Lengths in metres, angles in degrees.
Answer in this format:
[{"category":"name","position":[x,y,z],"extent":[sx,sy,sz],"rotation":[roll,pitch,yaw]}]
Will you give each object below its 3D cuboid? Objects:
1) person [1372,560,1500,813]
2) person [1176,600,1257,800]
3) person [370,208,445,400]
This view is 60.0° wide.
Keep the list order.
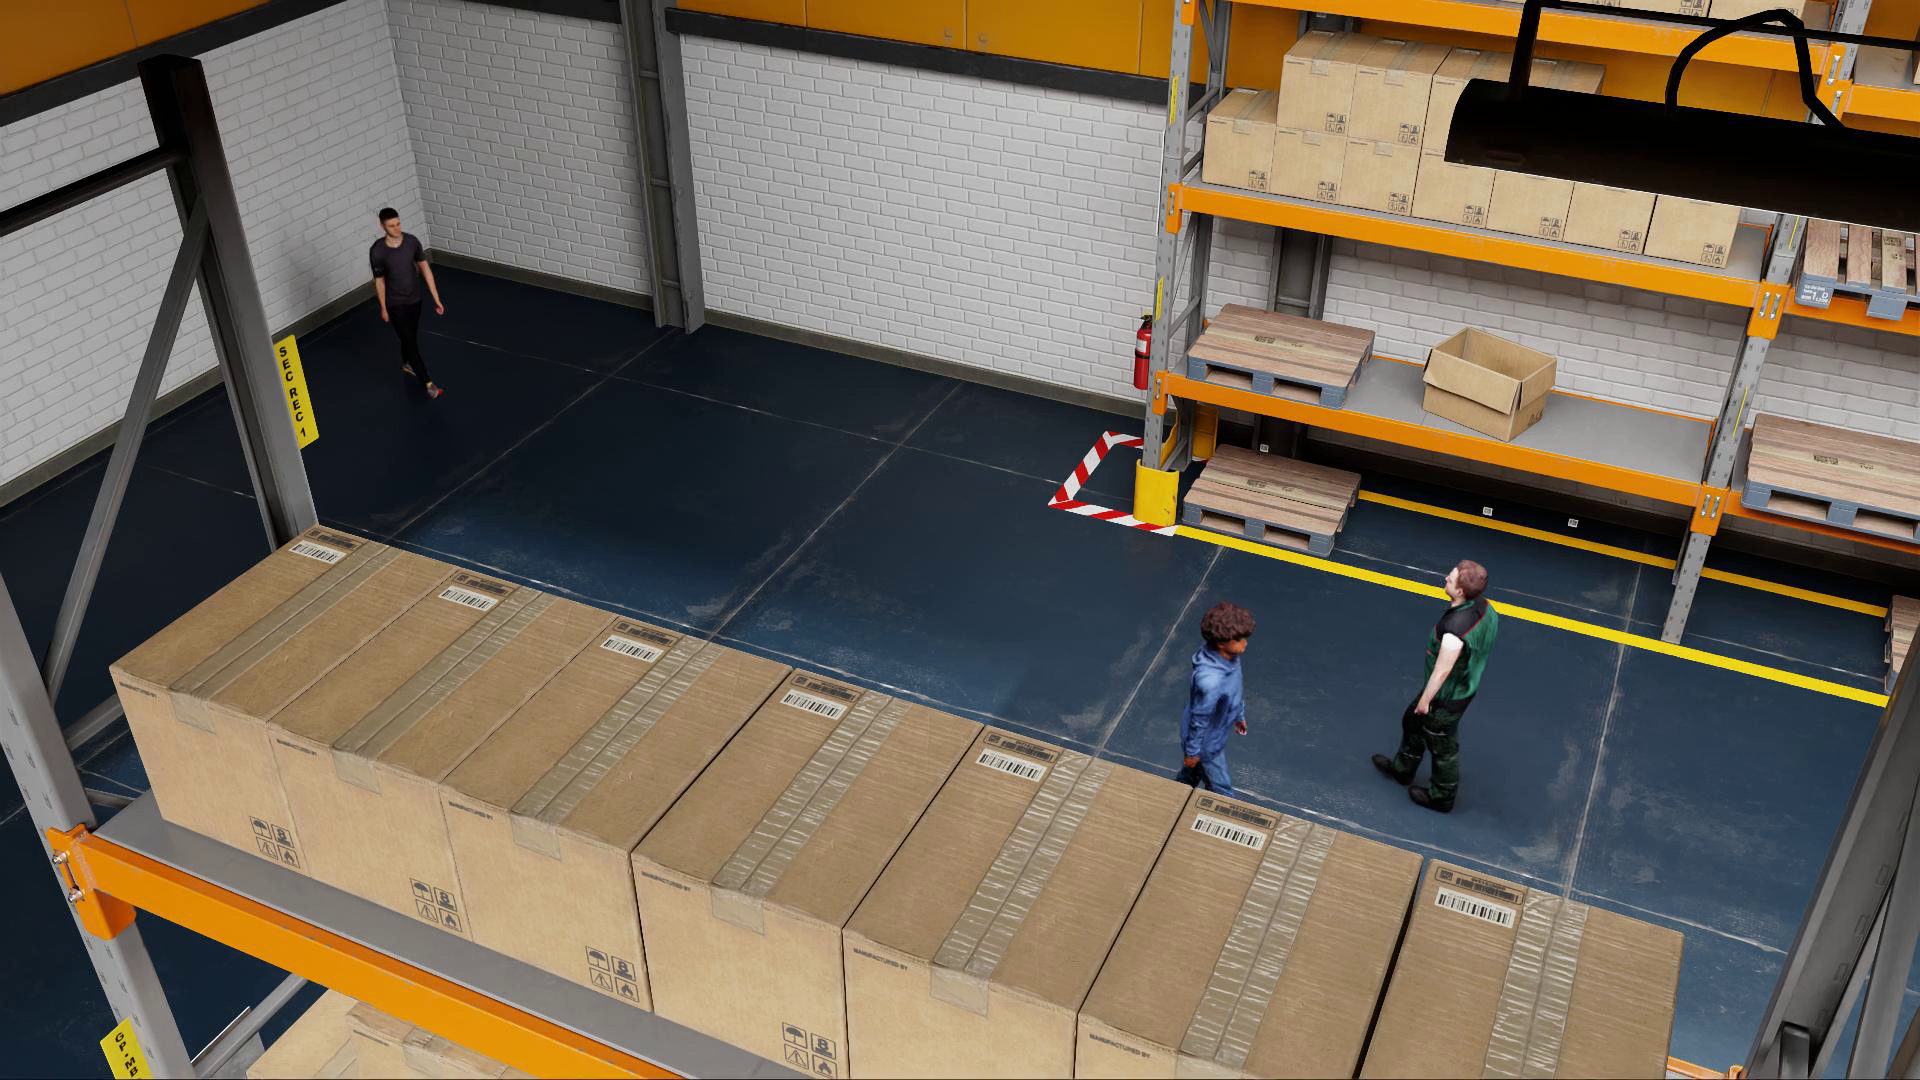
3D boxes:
[{"category":"person","position":[3.020,0.924,10.057],"extent":[0.864,1.828,0.726],"rotation":[20,39,27]},{"category":"person","position":[1.380,1.096,9.832],"extent":[0.706,1.791,0.711],"rotation":[10,35,15]},{"category":"person","position":[-4.970,-2.134,14.770],"extent":[1.242,1.704,0.902],"rotation":[28,42,35]}]
